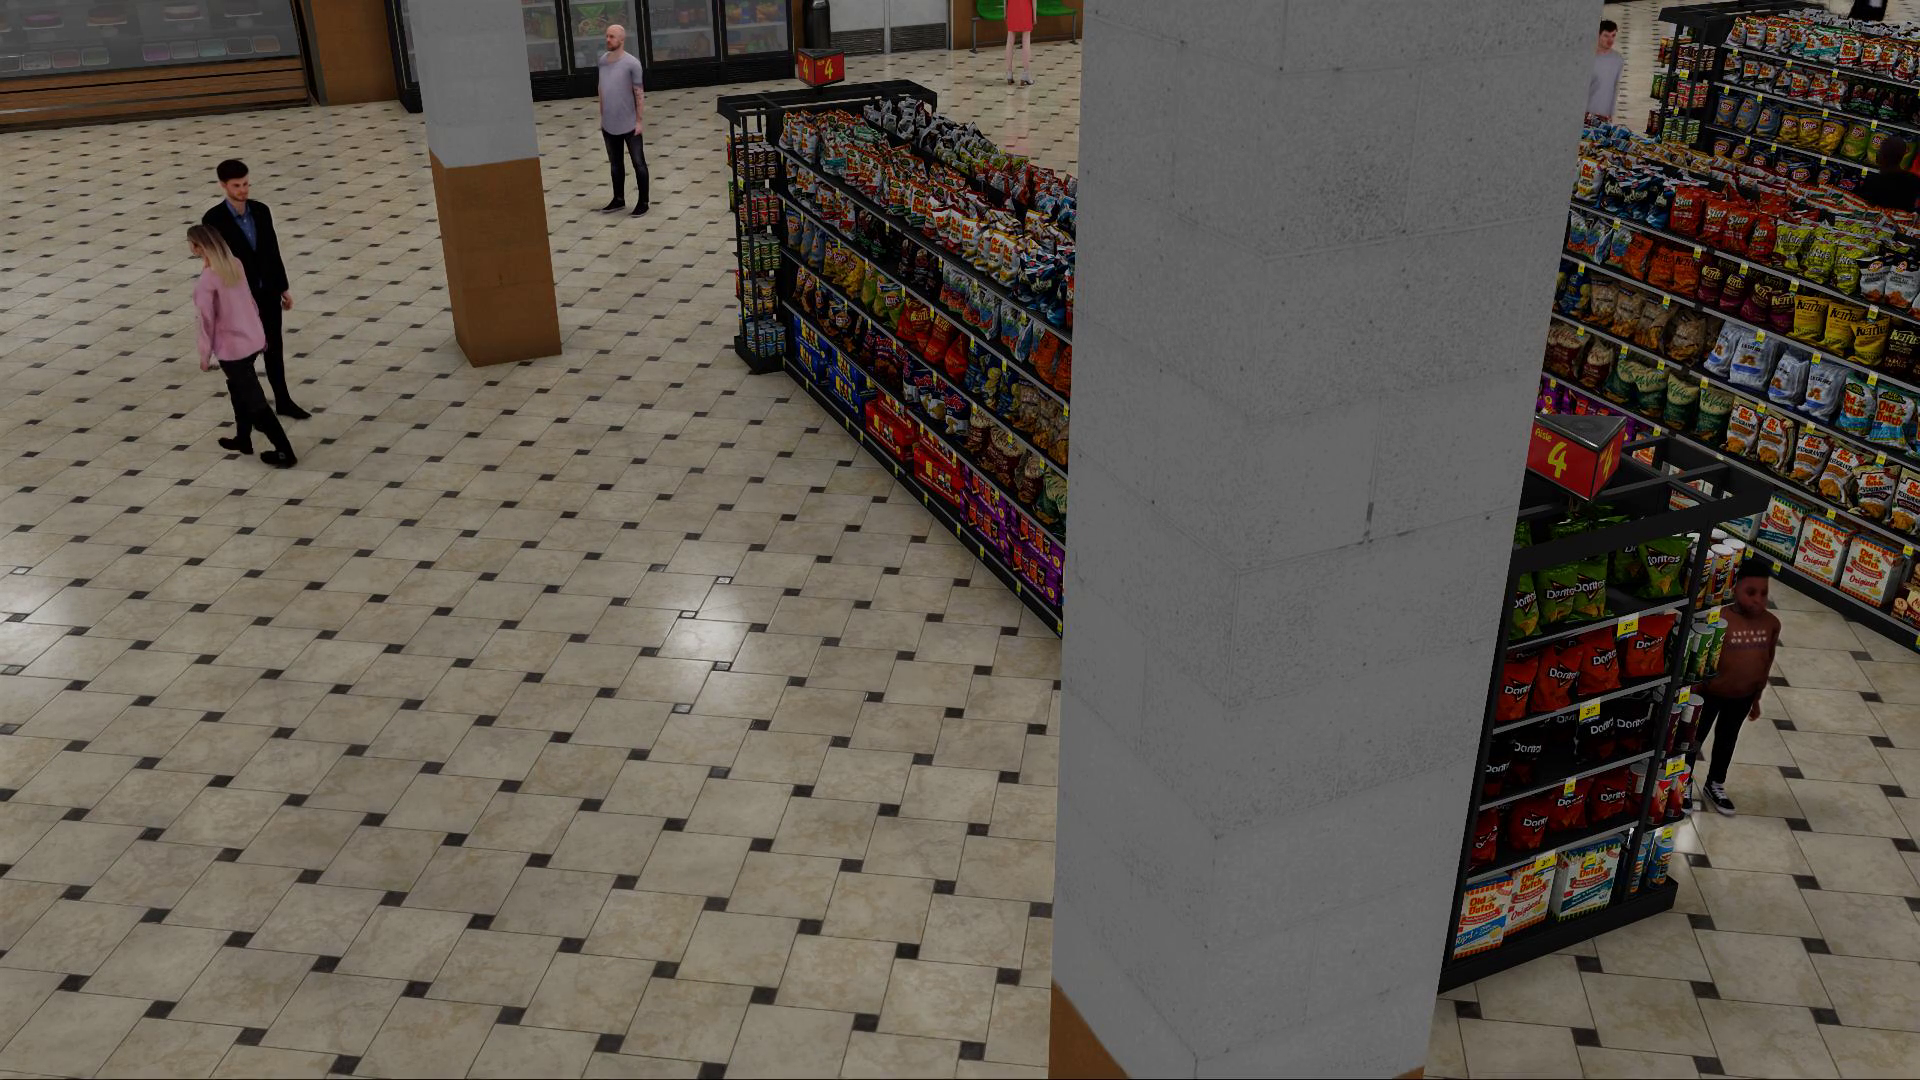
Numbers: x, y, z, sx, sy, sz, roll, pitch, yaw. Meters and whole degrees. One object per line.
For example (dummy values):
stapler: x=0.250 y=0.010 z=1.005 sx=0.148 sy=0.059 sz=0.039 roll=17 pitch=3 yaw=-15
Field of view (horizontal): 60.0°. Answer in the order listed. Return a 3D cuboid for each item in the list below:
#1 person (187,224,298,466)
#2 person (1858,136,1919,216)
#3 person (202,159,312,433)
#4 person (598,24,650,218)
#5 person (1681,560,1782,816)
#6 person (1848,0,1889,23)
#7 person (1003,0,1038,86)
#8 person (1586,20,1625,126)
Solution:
person: x=-4.620 y=-1.232 z=10.836 sx=0.951 sy=1.658 sz=0.924 roll=6 pitch=28 yaw=12
person: x=6.776 y=-2.011 z=12.245 sx=0.903 sy=1.772 sz=1.266 roll=-4 pitch=27 yaw=-8
person: x=-4.913 y=-1.707 z=11.522 sx=0.780 sy=1.885 sz=0.784 roll=19 pitch=33 yaw=33
person: x=-3.319 y=-4.126 z=16.343 sx=0.733 sy=1.838 sz=0.816 roll=13 pitch=30 yaw=23
person: x=3.477 y=0.662 z=7.547 sx=0.597 sy=1.254 sz=0.612 roll=0 pitch=27 yaw=1
person: x=12.121 y=-7.023 z=22.348 sx=0.903 sy=1.573 sz=1.205 roll=-2 pitch=27 yaw=-4
person: x=0.781 y=-6.937 z=21.898 sx=0.653 sy=1.827 sz=0.737 roll=12 pitch=29 yaw=23
person: x=6.268 y=-4.253 z=16.610 sx=0.869 sy=1.822 sz=1.097 roll=-2 pitch=27 yaw=-5
